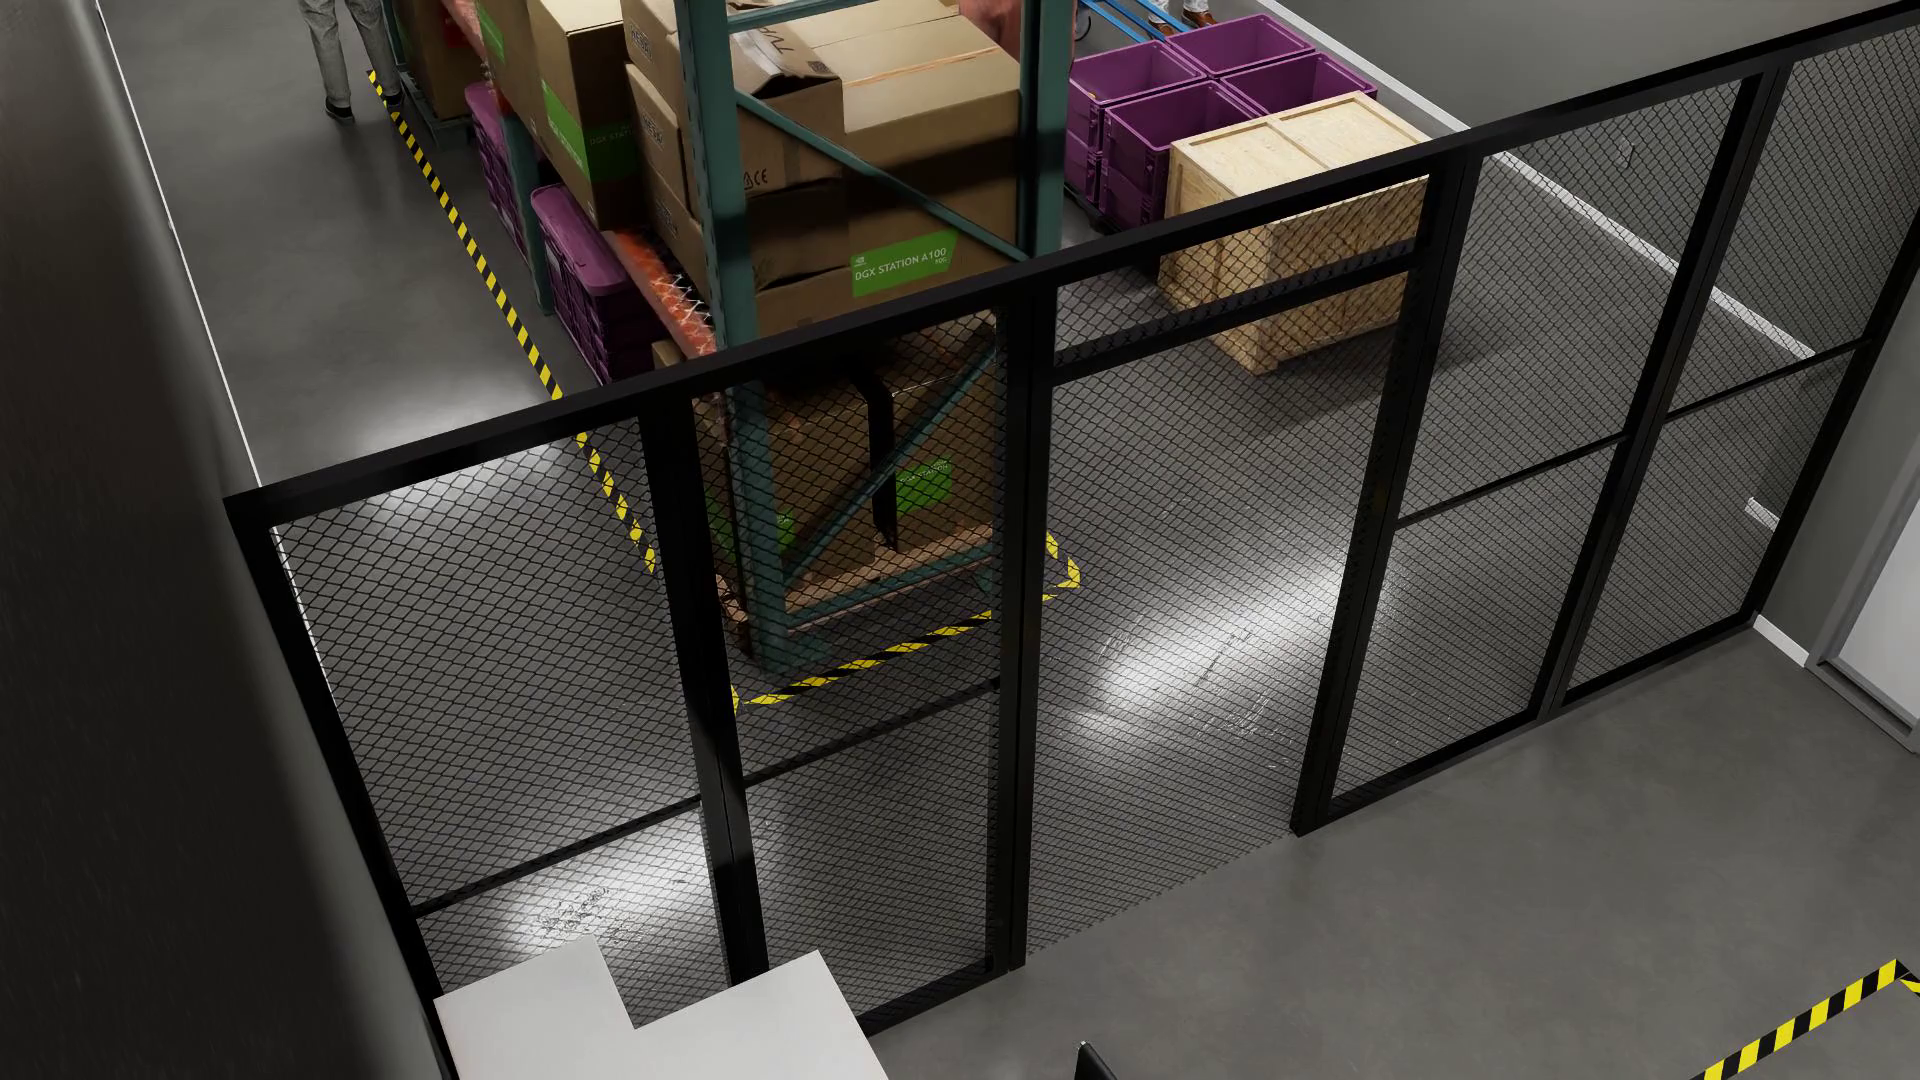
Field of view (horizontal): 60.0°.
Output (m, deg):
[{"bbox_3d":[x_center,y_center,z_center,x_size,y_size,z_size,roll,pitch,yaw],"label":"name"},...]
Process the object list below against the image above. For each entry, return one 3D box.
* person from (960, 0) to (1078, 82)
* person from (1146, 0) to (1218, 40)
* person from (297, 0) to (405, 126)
[{"bbox_3d":[0.215,-1.810,6.884,0.609,1.996,0.379,-31,51,-29],"label":"person"},{"bbox_3d":[1.272,-3.623,8.908,0.635,1.938,0.361,-22,47,-22],"label":"person"},{"bbox_3d":[-3.184,-2.969,8.279,0.588,1.822,0.403,-20,46,-20],"label":"person"}]
